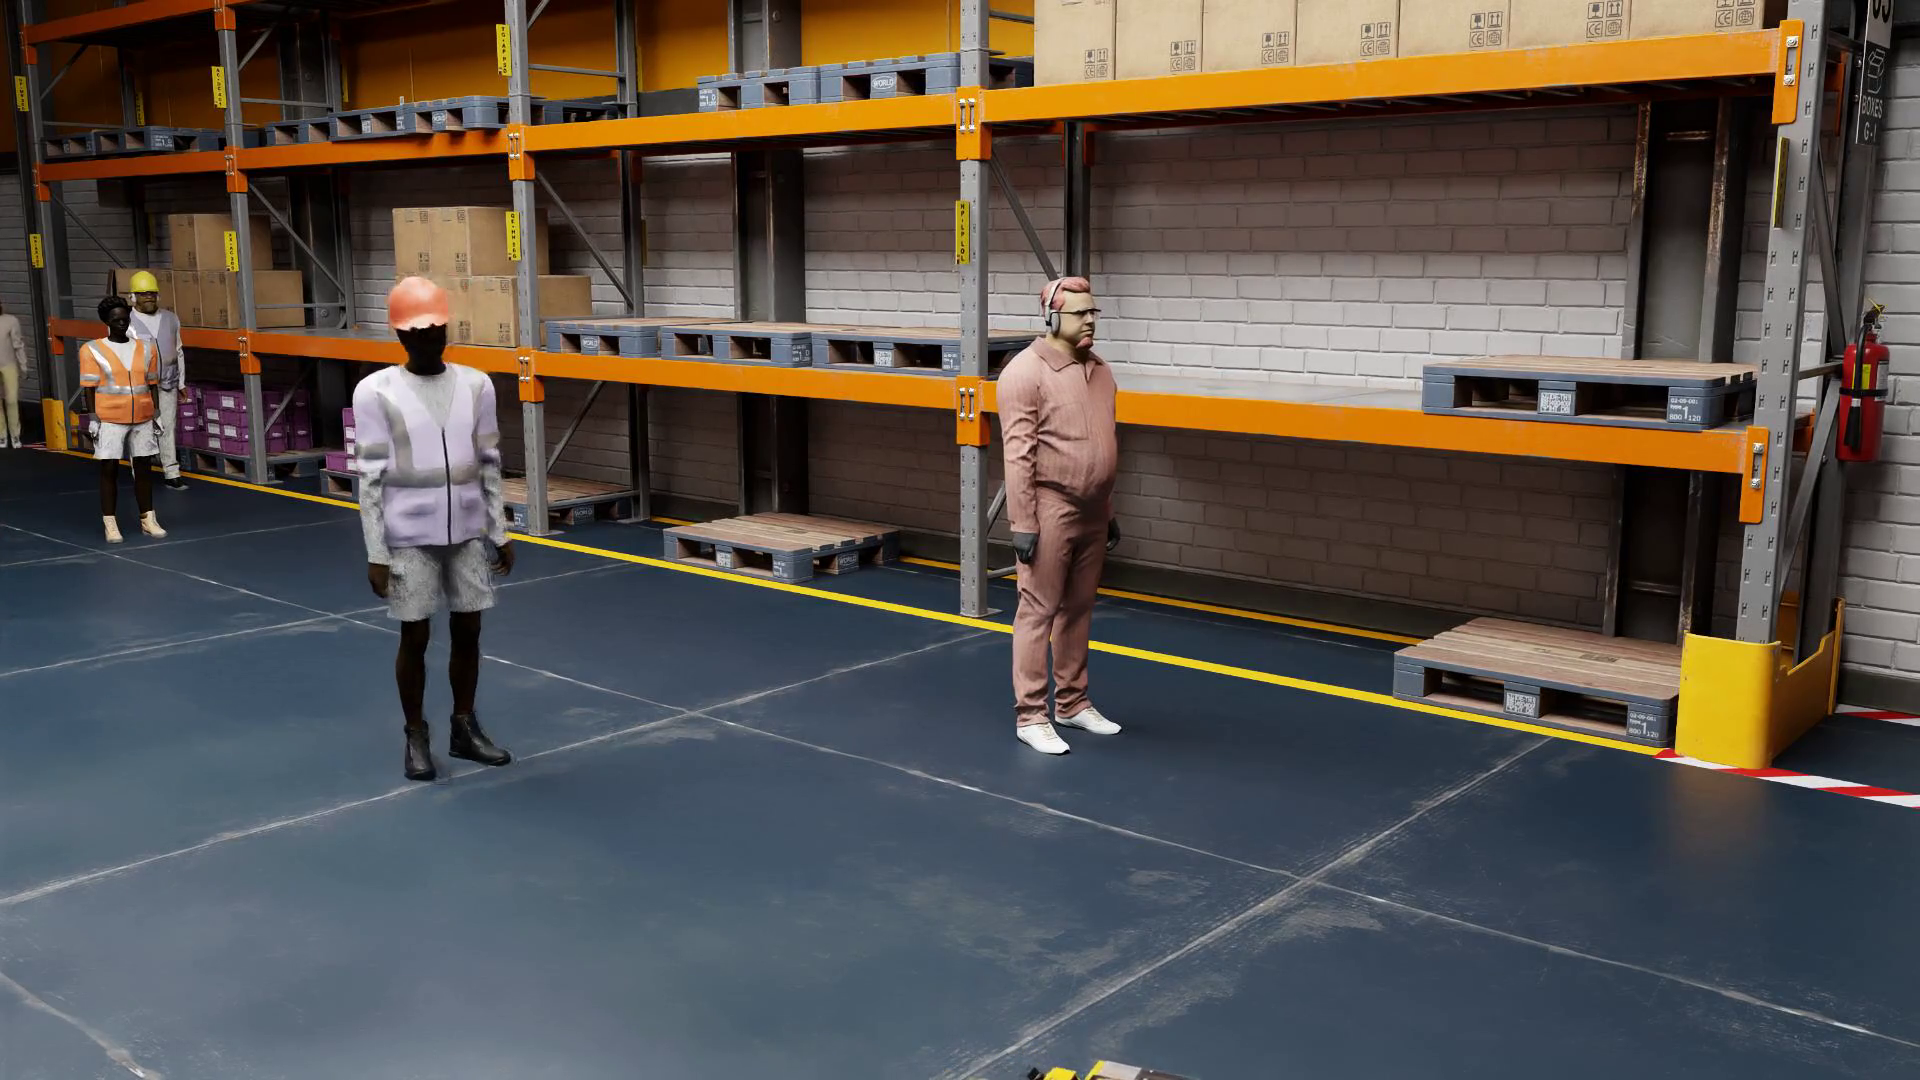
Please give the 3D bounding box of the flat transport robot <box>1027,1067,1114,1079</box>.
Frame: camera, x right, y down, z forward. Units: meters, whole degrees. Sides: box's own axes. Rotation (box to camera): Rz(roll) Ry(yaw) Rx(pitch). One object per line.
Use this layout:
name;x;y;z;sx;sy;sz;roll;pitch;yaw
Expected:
flat transport robot;0.582;1.331;3.236;1.431;0.197;0.652;5;11;25

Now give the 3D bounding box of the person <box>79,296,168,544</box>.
person;-5.777;-0.833;11.502;0.318;1.697;0.536;8;13;40

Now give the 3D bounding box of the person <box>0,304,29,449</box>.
person;-9.671;-1.705;16.714;0.519;1.598;0.588;-4;11;-24

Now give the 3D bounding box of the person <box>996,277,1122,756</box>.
person;0.438;-0.104;6.756;0.407;1.908;0.641;8;13;40

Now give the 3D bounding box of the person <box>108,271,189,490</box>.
person;-6.697;-1.303;13.780;0.403;1.837;0.591;8;13;40

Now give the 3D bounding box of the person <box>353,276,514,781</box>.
person;-1.982;-0.027;6.351;0.594;1.924;0.380;-8;13;-39
